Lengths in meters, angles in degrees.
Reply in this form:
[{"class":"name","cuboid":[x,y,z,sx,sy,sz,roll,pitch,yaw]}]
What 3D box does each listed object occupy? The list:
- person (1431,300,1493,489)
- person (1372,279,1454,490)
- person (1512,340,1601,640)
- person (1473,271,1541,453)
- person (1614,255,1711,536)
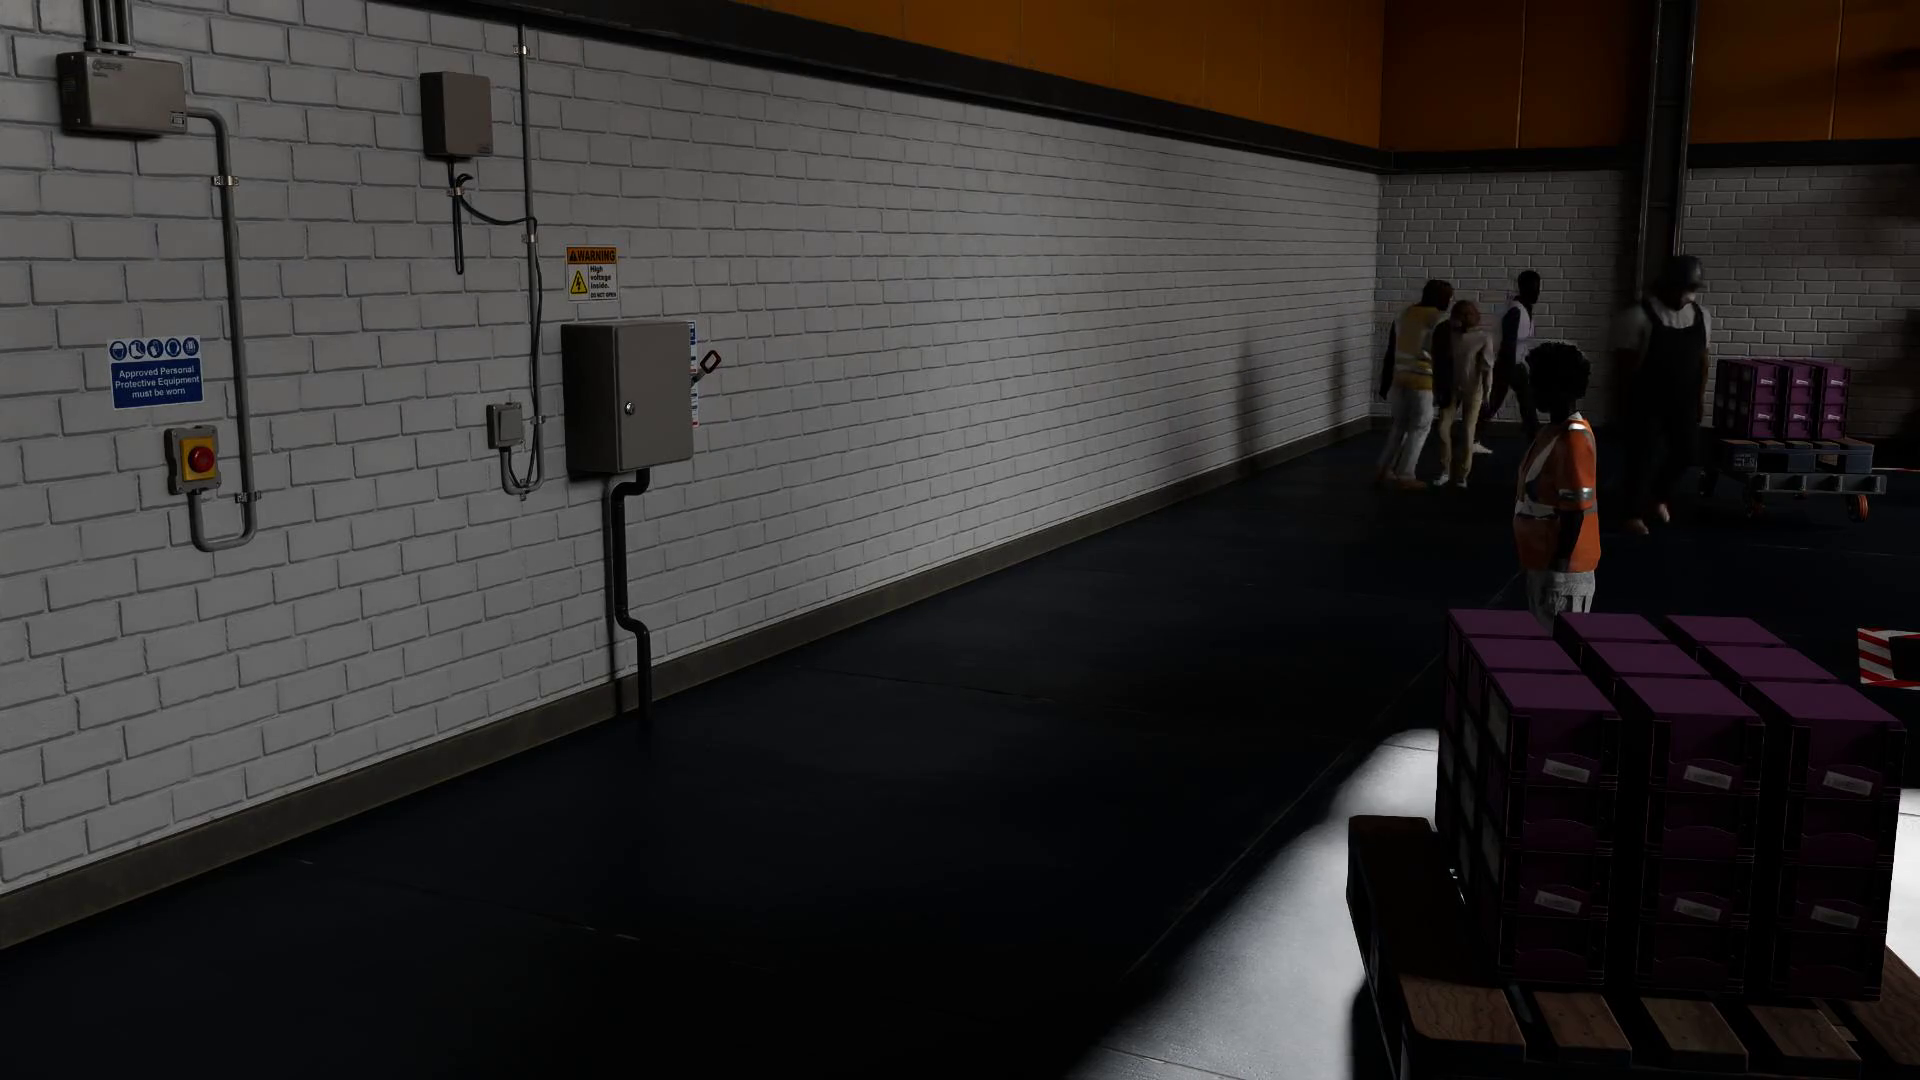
[{"class":"person","cuboid":[4.289,-1.236,14.264,0.527,1.613,0.451,7,12,34]},{"class":"person","cuboid":[3.931,-1.319,14.208,0.457,1.804,0.654,-5,11,-26]},{"class":"person","cuboid":[2.280,0.086,6.386,0.321,1.692,0.529,2,10,12]},{"class":"person","cuboid":[5.525,-1.750,16.572,1.015,1.845,0.665,6,12,33]},{"class":"person","cuboid":[5.042,-1.043,11.912,0.702,2.000,0.546,-1,10,-5]}]
